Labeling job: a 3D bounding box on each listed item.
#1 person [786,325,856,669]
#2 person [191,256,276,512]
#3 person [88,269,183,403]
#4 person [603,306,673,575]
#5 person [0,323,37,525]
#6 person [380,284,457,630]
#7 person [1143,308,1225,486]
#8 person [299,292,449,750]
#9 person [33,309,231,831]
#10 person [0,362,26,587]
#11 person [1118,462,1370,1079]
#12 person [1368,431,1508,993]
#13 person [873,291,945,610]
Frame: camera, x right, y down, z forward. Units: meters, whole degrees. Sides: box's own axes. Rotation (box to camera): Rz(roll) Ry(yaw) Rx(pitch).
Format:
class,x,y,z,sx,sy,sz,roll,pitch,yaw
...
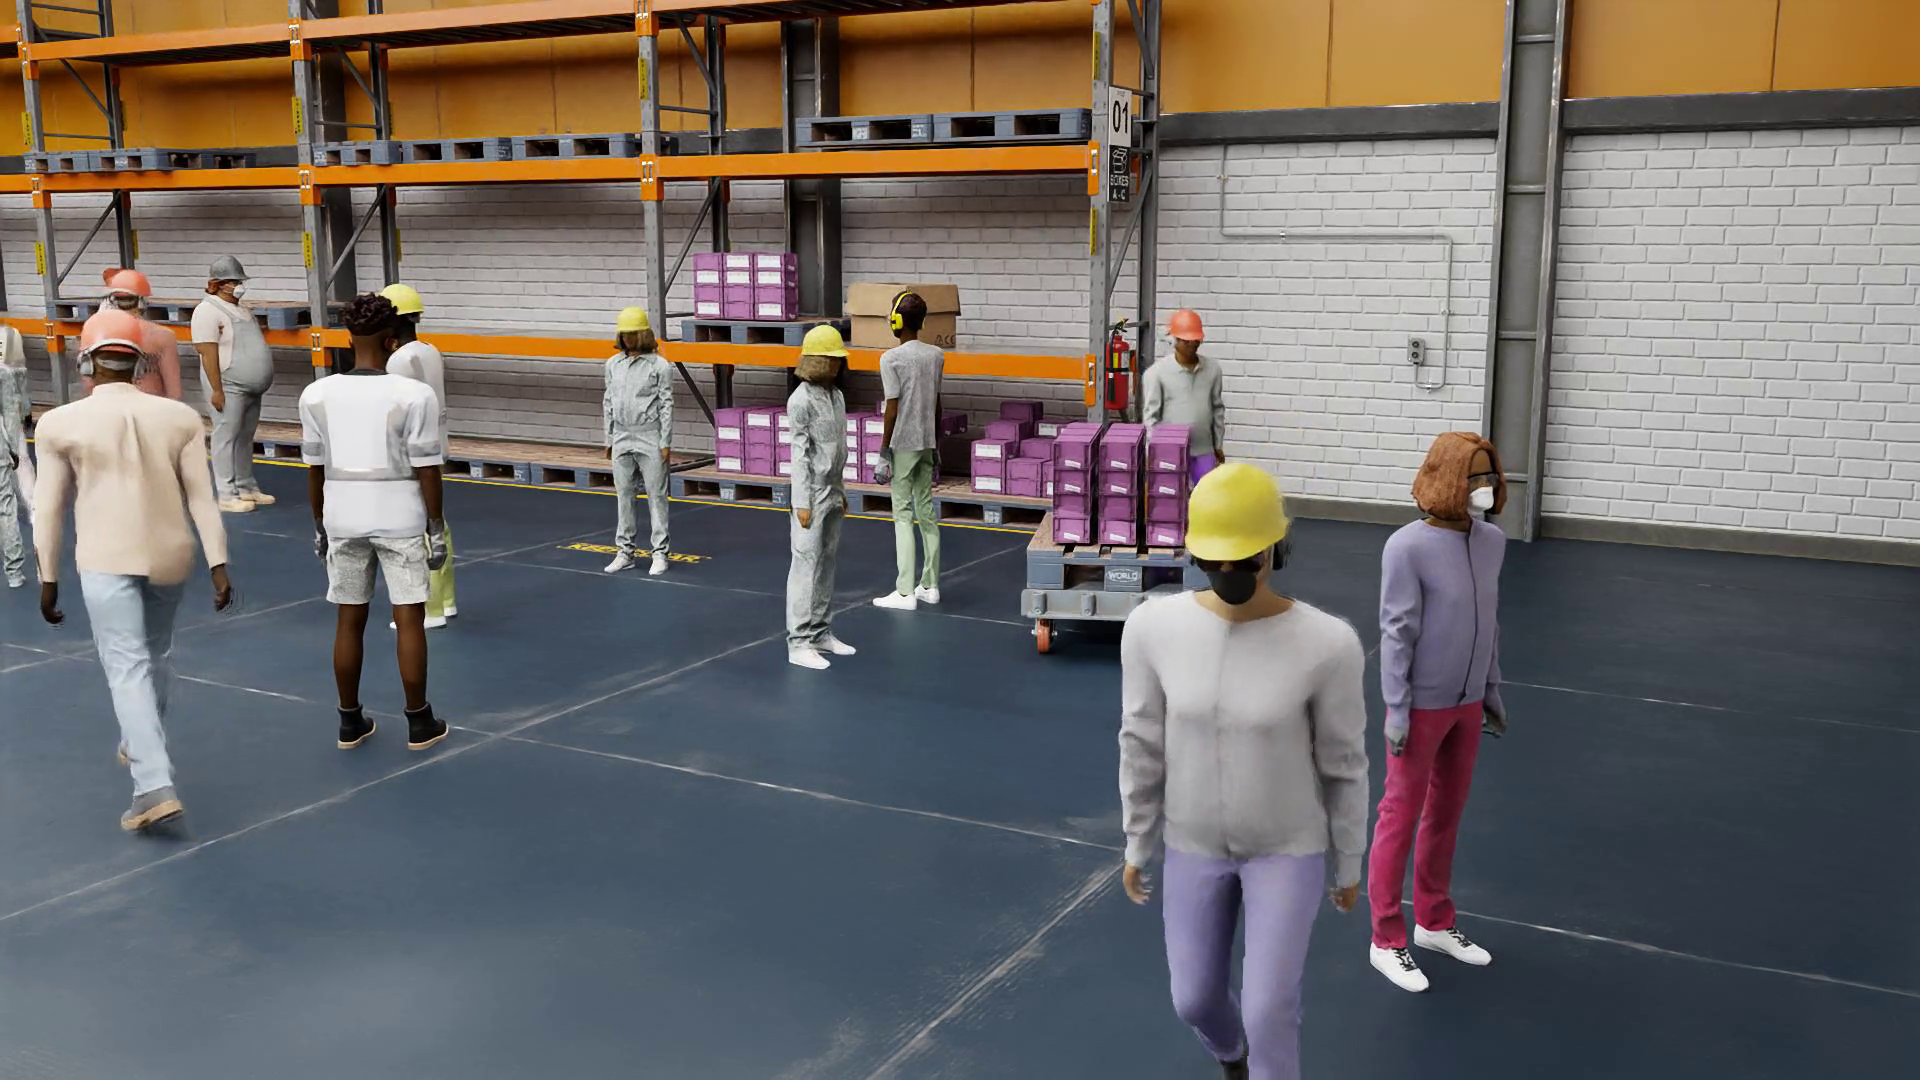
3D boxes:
class,x,y,z,sx,sy,sz,roll,pitch,yaw
person,-0.700,-0.226,8.528,0.322,1.742,0.493,4,11,22
person,-5.793,-1.259,13.375,0.538,2.000,0.681,1,10,3
person,-5.501,-0.806,11.085,0.612,1.978,0.571,-1,10,-4
person,-2.096,-0.641,10.804,0.484,1.744,0.295,3,11,15
person,-7.370,-1.021,12.596,0.607,1.863,0.871,-8,13,-39
person,-3.059,-0.457,9.288,0.382,1.924,0.594,0,10,1
person,1.426,-0.587,10.506,0.610,1.739,0.368,-4,11,-22
person,-2.484,-0.071,7.109,0.602,1.957,0.385,1,10,4
person,-3.176,0.084,6.377,0.624,1.925,1.149,-10,14,-43
person,-6.101,-0.551,10.308,0.492,1.743,0.295,-9,13,-39
person,0.639,0.656,3.703,0.540,1.732,0.642,4,11,22
person,1.421,0.490,4.898,0.497,1.634,0.279,-7,13,-34
person,-0.306,-0.523,9.812,0.328,1.872,0.514,9,13,40
